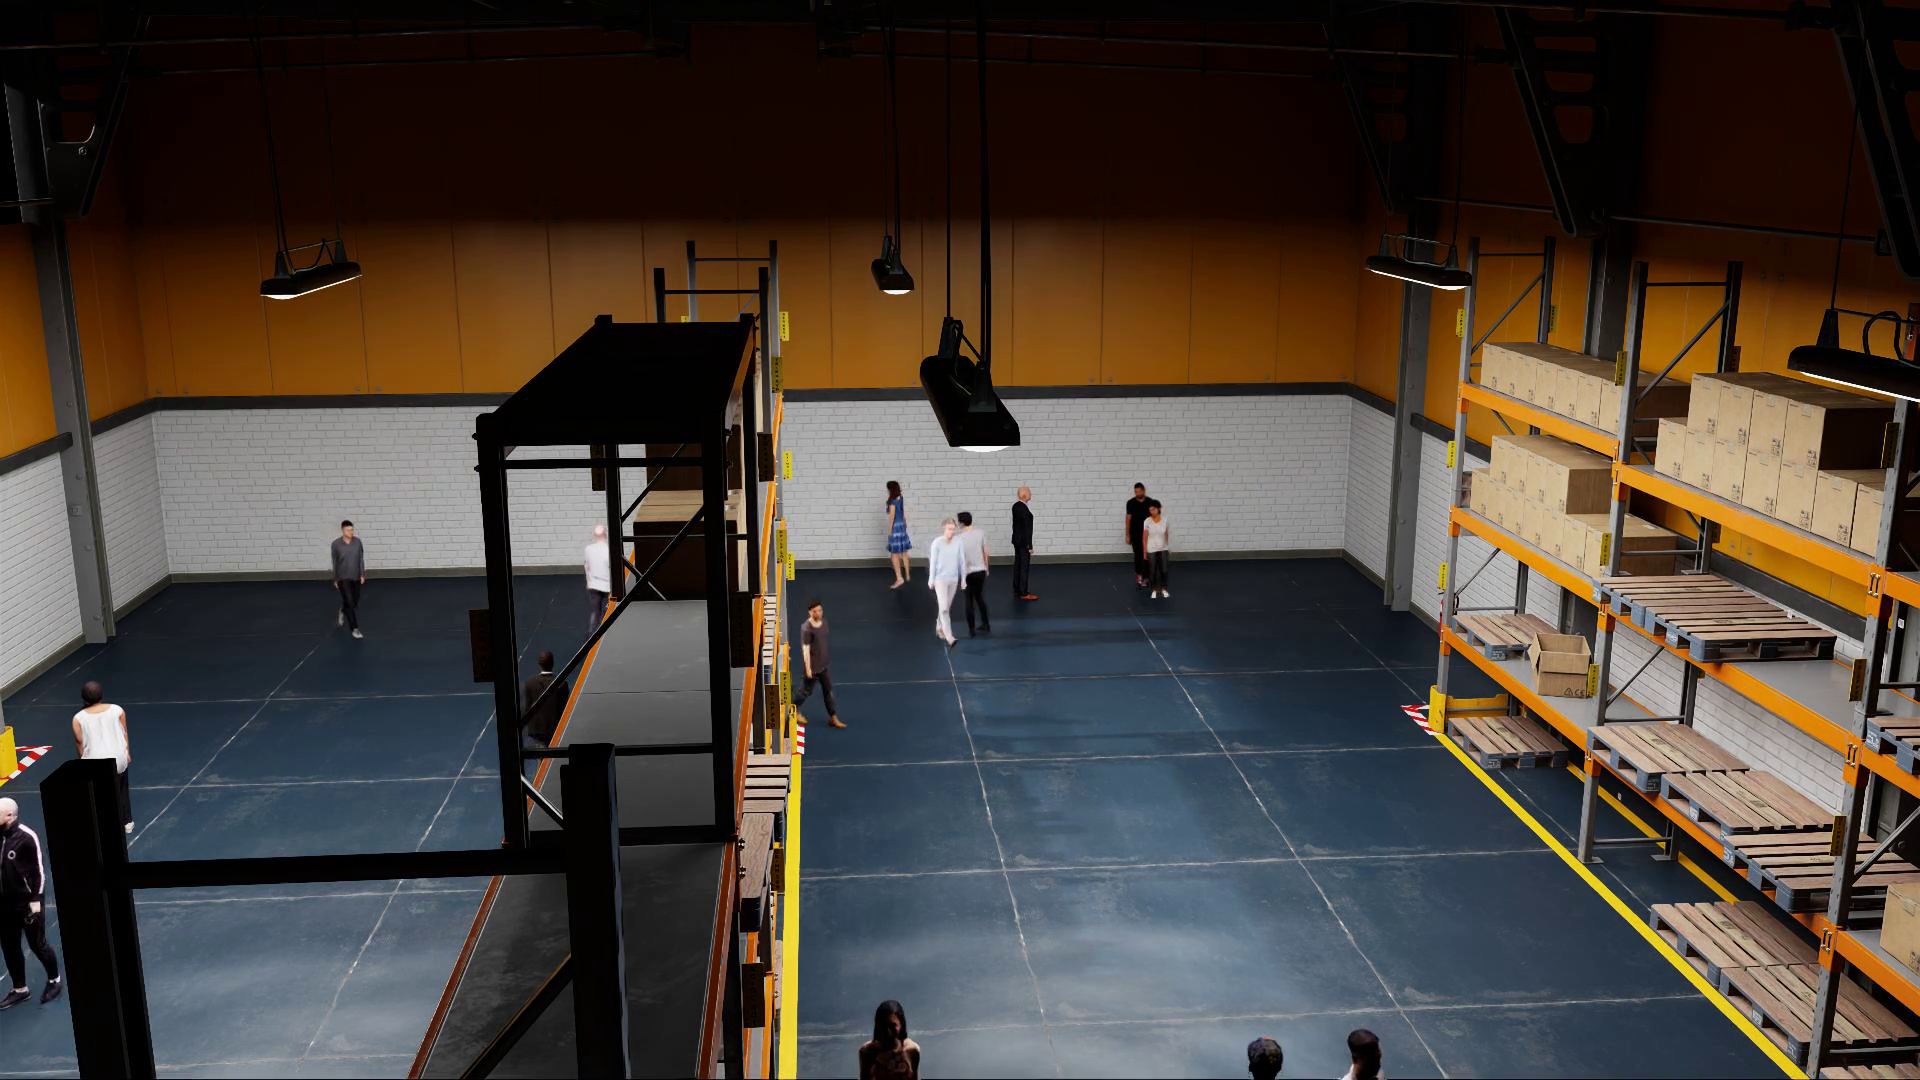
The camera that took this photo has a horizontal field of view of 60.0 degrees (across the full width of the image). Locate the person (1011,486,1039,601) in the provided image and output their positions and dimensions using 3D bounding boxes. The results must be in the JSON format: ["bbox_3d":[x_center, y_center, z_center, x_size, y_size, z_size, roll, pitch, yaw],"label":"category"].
[{"bbox_3d":[0.989,0.035,26.263,0.809,1.800,0.628,-5,15,-21],"label":"person"}]

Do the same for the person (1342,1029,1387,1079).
[{"bbox_3d":[2.474,3.865,10.447,1.089,1.799,1.011,12,18,40],"label":"person"}]

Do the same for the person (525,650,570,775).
[{"bbox_3d":[-4.423,2.104,17.822,0.767,1.750,1.182,1,14,2],"label":"person"}]

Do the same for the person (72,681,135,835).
[{"bbox_3d":[-8.911,2.265,17.292,0.758,1.687,0.775,-9,16,-34],"label":"person"}]

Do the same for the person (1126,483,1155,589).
[{"bbox_3d":[2.965,-0.101,27.004,0.745,1.716,1.004,-1,14,-3],"label":"person"}]

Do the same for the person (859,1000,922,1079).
[{"bbox_3d":[-0.452,3.781,10.868,0.626,1.765,0.788,-2,14,-7],"label":"person"}]

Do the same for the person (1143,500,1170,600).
[{"bbox_3d":[3.102,0.157,26.164,0.605,1.610,0.588,-4,14,-16],"label":"person"}]

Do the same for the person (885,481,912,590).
[{"bbox_3d":[-0.974,-0.102,26.871,0.949,1.780,0.741,7,15,28],"label":"person"}]

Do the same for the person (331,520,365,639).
[{"bbox_3d":[-8.977,0.556,24.267,0.999,1.727,1.109,-12,18,-42],"label":"person"}]

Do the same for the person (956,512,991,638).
[{"bbox_3d":[0.184,0.508,24.213,0.824,1.846,0.785,-4,14,-18],"label":"person"}]

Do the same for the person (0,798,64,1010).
[{"bbox_3d":[-7.824,3.004,13.941,0.822,1.829,0.844,4,14,16],"label":"person"}]

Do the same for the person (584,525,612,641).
[{"bbox_3d":[-5.096,0.704,23.458,0.847,1.820,1.155,2,14,9],"label":"person"}]

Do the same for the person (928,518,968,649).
[{"bbox_3d":[-0.229,0.590,23.891,0.955,1.838,1.295,-6,15,-24],"label":"person"}]

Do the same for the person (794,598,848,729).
[{"bbox_3d":[-1.844,1.503,20.469,1.113,1.674,1.097,9,16,32],"label":"person"}]
